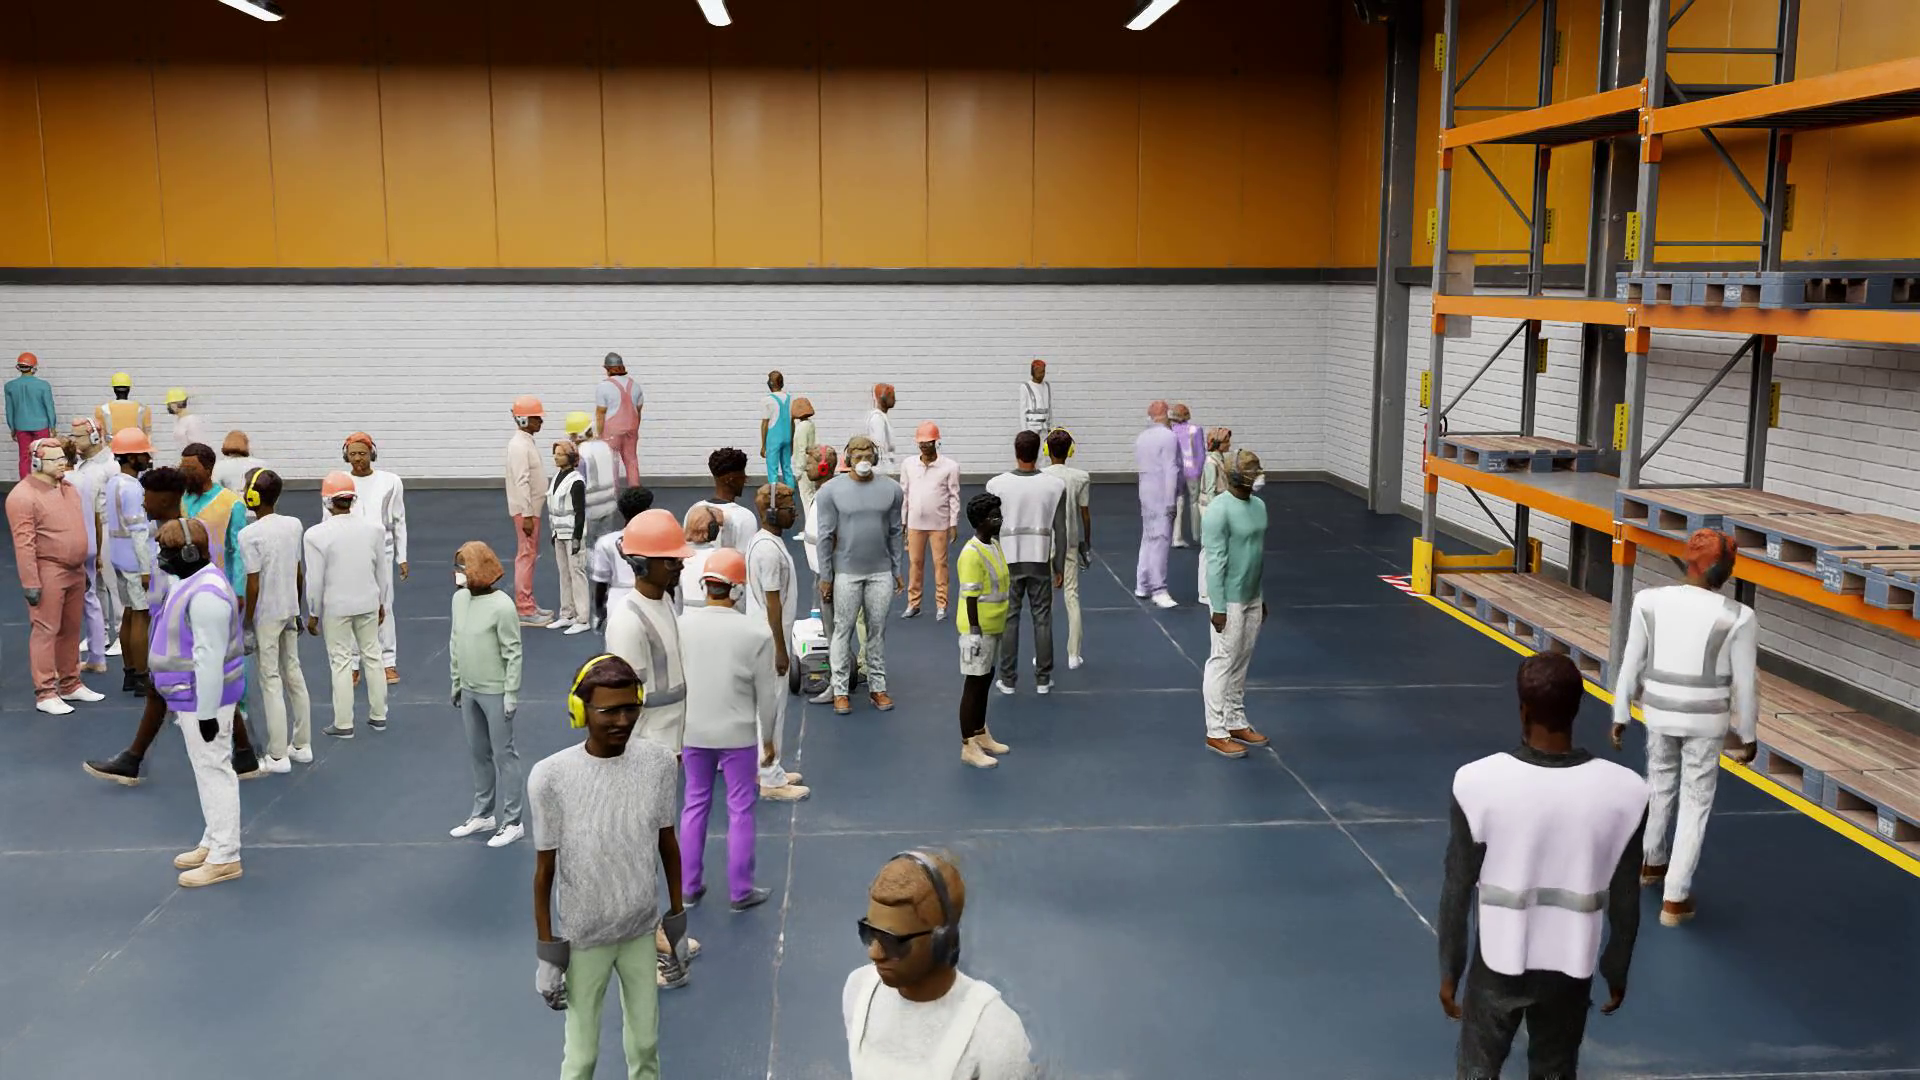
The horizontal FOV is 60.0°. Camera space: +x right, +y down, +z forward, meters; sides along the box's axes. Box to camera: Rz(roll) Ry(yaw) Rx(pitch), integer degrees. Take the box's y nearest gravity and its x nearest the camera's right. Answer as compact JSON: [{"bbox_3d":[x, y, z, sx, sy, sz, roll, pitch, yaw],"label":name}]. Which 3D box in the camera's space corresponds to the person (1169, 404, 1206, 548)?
[{"bbox_3d":[2.538,-0.724,18.596,0.572,1.585,0.795,4,10,24],"label":"person"}]

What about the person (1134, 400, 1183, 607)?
[{"bbox_3d":[1.875,-0.343,15.369,0.397,1.872,0.763,-3,10,-19],"label":"person"}]

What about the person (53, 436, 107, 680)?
[{"bbox_3d":[-6.656,0.134,12.473,0.355,1.835,0.515,3,10,18],"label":"person"}]

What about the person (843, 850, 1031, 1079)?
[{"bbox_3d":[-0.011,1.536,3.713,0.509,1.827,0.710,8,12,40],"label":"person"}]

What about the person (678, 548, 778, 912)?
[{"bbox_3d":[-1.140,0.900,7.980,0.573,1.736,0.364,2,9,11],"label":"person"}]

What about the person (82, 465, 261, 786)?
[{"bbox_3d":[-4.660,0.520,9.785,0.987,1.909,0.627,-4,10,-21],"label":"person"}]

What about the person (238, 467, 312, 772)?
[{"bbox_3d":[-4.203,0.483,10.146,0.328,1.876,0.508,3,9,17],"label":"person"}]

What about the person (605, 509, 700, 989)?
[{"bbox_3d":[-1.301,0.877,7.143,0.396,2.042,0.611,1,9,4],"label":"person"}]

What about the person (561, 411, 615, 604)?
[{"bbox_3d":[-3.362,-0.278,15.145,0.455,1.800,0.671,3,10,20],"label":"person"}]

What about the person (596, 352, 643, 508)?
[{"bbox_3d":[-4.499,-1.449,21.760,0.535,2.000,0.683,8,12,43],"label":"person"}]

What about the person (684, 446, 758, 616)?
[{"bbox_3d":[-1.453,0.390,10.443,0.613,1.965,0.361,7,12,39],"label":"person"}]

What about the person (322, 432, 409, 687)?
[{"bbox_3d":[-4.377,0.143,12.259,0.586,1.879,0.340,-3,10,-19],"label":"person"}]

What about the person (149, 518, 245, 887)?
[{"bbox_3d":[-3.808,0.796,8.327,0.428,1.836,0.623,-5,11,-31],"label":"person"}]

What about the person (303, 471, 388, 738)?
[{"bbox_3d":[-4.033,0.419,10.924,0.338,1.752,0.565,8,12,43],"label":"person"}]

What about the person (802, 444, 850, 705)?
[{"bbox_3d":[-0.918,0.238,11.770,0.396,1.847,0.564,-1,9,-9],"label":"person"}]

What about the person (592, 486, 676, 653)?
[{"bbox_3d":[-2.061,0.501,10.629,0.629,1.682,0.442,1,9,4],"label":"person"}]

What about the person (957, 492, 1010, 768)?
[{"bbox_3d":[0.149,0.547,10.303,0.315,1.696,0.540,3,9,17],"label":"person"}]

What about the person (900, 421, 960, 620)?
[{"bbox_3d":[-0.280,-0.168,14.606,0.562,1.753,0.327,2,9,15],"label":"person"}]

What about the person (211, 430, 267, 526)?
[{"bbox_3d":[-6.589,-0.201,15.253,0.560,1.611,0.439,-7,11,-37],"label":"person"}]

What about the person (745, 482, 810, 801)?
[{"bbox_3d":[-1.067,0.580,9.624,0.334,1.845,0.513,-2,9,-13],"label":"person"}]

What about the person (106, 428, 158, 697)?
[{"bbox_3d":[-5.919,0.159,11.985,0.358,1.938,0.542,-8,12,-41],"label":"person"}]

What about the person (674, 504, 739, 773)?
[{"bbox_3d":[-1.541,0.600,10.150,0.513,1.640,0.307,7,11,38],"label":"person"}]

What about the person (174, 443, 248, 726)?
[{"bbox_3d":[-5.021,0.302,11.146,0.589,1.920,0.392,3,10,18],"label":"person"}]

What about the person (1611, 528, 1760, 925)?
[{"bbox_3d":[3.476,0.854,7.898,0.717,1.848,0.623,-9,13,-44],"label":"person"}]

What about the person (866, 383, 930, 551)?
[{"bbox_3d":[-0.732,-0.759,18.018,0.874,1.852,0.582,1,9,8],"label":"person"}]

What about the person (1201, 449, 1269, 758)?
[{"bbox_3d":[1.760,0.387,10.546,0.372,1.940,0.630,7,11,36],"label":"person"}]

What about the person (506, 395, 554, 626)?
[{"bbox_3d":[-3.727,-0.257,14.414,0.386,1.992,0.625,-2,9,-10],"label":"person"}]

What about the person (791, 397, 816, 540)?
[{"bbox_3d":[-1.778,-0.817,19.061,0.270,1.632,0.504,2,9,11],"label":"person"}]

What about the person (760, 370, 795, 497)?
[{"bbox_3d":[-2.281,-1.206,20.894,0.501,1.839,0.342,-8,12,-42],"label":"person"}]

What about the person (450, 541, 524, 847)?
[{"bbox_3d":[-2.527,0.811,8.842,0.507,1.631,0.266,7,11,36],"label":"person"}]

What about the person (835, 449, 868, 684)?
[{"bbox_3d":[-0.771,0.193,12.346,0.340,1.749,0.572,-1,9,-4],"label":"person"}]

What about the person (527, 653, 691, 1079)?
[{"bbox_3d":[-1.102,1.265,5.286,0.509,1.863,0.326,-6,11,-33],"label":"person"}]

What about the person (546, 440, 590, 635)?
[{"bbox_3d":[-3.315,-0.029,14.082,0.307,1.645,0.514,-7,12,-38],"label":"person"}]

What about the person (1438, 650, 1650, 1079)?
[{"bbox_3d":[1.758,1.278,5.068,0.599,1.909,0.626,1,9,6],"label":"person"}]

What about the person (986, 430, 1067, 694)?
[{"bbox_3d":[0.479,0.165,12.011,0.592,1.916,0.381,0,9,-2],"label":"person"}]

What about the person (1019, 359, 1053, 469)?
[{"bbox_3d":[1.053,-1.540,22.851,0.589,1.878,0.370,-8,12,-42],"label":"person"}]

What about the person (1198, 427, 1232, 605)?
[{"bbox_3d":[2.346,-0.220,15.297,0.311,1.638,0.523,3,9,16],"label":"person"}]

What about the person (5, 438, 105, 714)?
[{"bbox_3d":[-6.271,0.241,11.564,0.409,1.906,0.652,1,9,5],"label":"person"}]

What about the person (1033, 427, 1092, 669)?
[{"bbox_3d":[0.746,0.066,12.778,0.539,1.869,0.313,-1,9,-4],"label":"person"}]

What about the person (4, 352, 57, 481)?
[{"bbox_3d":[-12.430,-1.512,22.297,0.608,1.995,0.377,-1,9,-9],"label":"person"}]

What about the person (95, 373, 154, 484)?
[{"bbox_3d":[-9.578,-0.960,19.101,0.585,1.915,0.398,-6,11,-34],"label":"person"}]

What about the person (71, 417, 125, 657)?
[{"bbox_3d":[-6.876,-0.025,13.234,0.649,1.906,0.401,4,10,24],"label":"person"}]

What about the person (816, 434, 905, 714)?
[{"bbox_3d":[-0.679,0.232,11.521,0.638,1.938,0.357,-3,10,-20],"label":"person"}]
